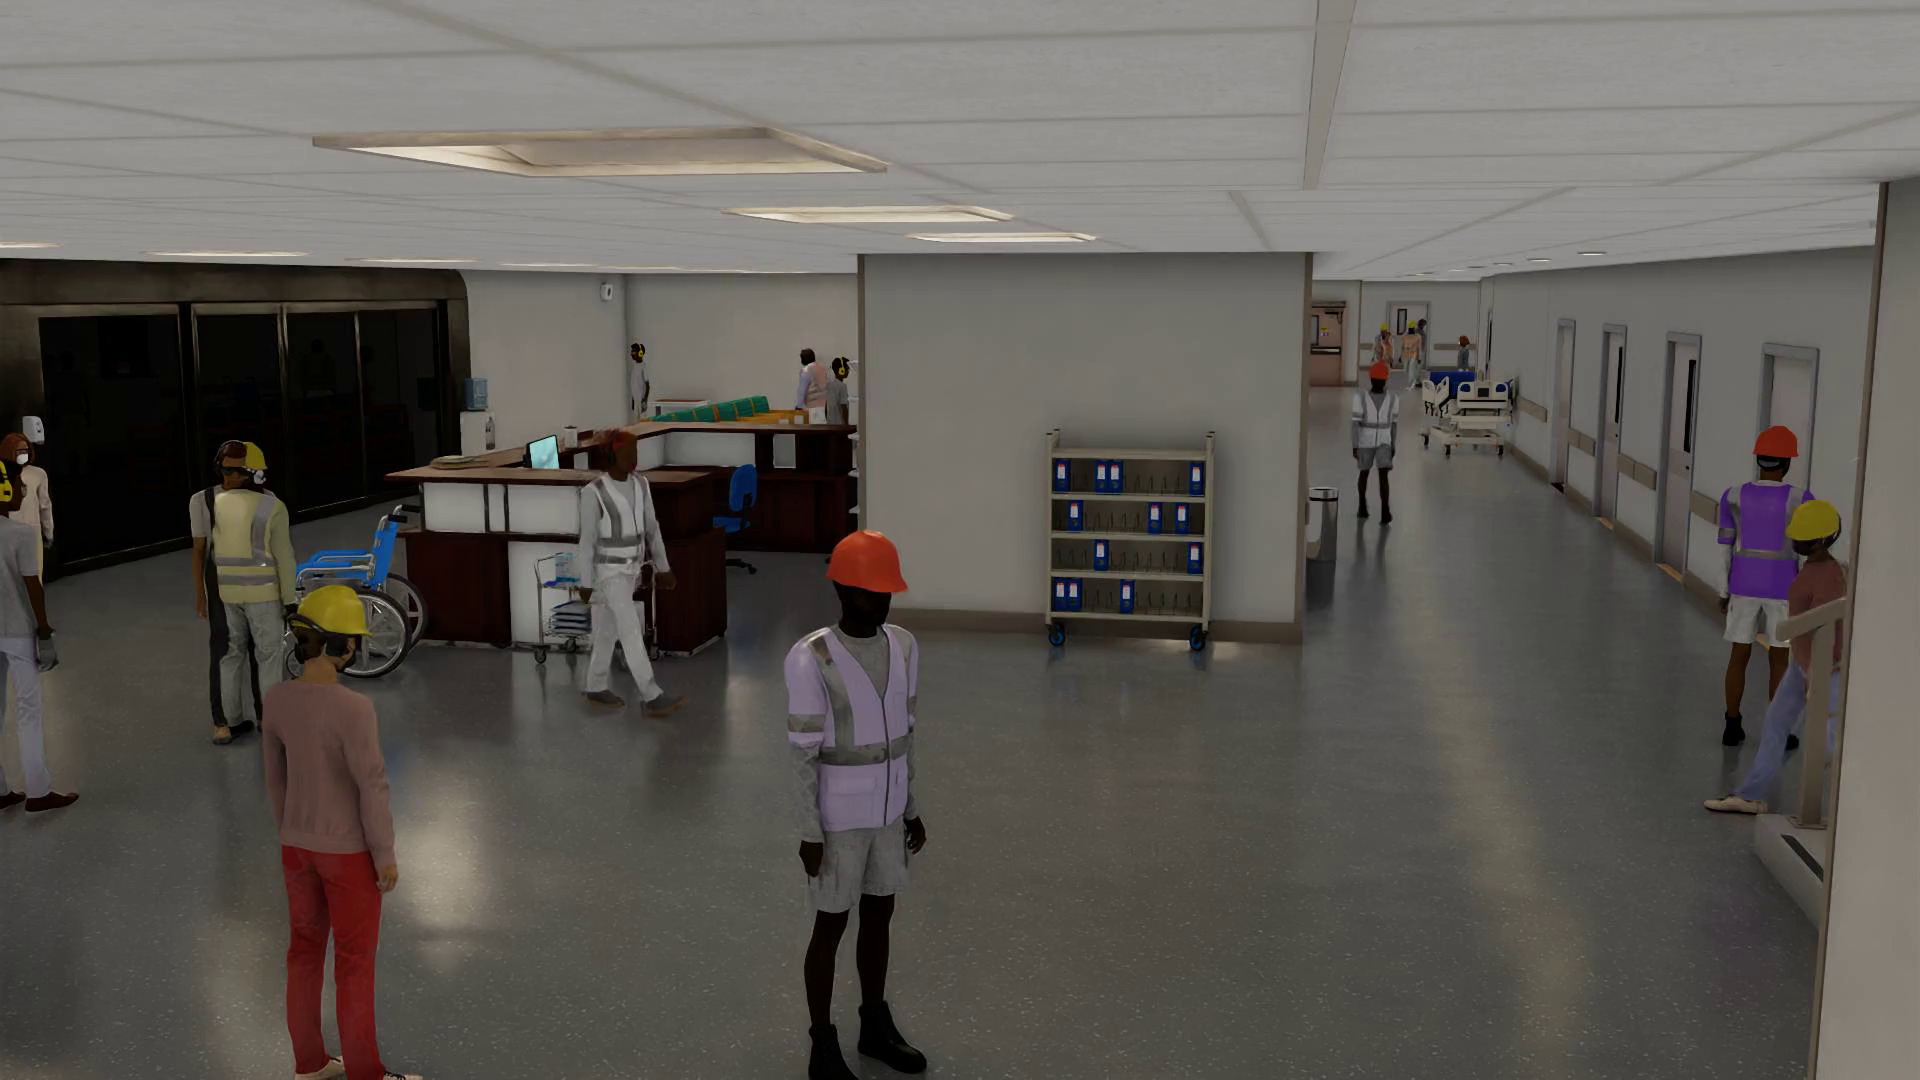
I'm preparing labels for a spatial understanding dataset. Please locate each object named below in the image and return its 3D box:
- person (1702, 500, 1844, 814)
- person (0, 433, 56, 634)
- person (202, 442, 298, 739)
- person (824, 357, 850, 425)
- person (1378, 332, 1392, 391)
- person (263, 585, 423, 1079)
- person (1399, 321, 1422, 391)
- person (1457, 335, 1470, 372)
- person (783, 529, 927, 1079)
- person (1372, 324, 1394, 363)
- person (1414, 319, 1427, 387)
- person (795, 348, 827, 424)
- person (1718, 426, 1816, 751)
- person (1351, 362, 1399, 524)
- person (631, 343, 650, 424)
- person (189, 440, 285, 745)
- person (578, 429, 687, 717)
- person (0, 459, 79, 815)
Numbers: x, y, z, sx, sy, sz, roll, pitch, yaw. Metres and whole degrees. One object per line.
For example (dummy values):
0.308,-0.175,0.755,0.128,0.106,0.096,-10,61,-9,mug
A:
4.355,0.631,8.421,0.904,1.705,0.555,3,9,19,person
-7.395,-0.034,13.096,0.285,1.627,0.504,6,10,34,person
-4.307,0.317,10.110,0.598,1.824,0.403,1,9,7,person
-1.573,-1.441,21.616,0.313,1.869,0.528,-6,10,-33,person
11.141,-4.645,43.624,0.511,1.644,0.307,-6,11,-36,person
-2.095,1.027,5.603,0.524,1.760,0.327,5,10,28,person
12.293,-5.018,45.243,0.602,1.903,0.720,8,12,42,person
12.141,-4.124,40.192,0.285,1.633,0.500,0,9,-1,person
-0.333,0.923,5.702,0.544,1.938,0.356,-8,12,-44,person
11.925,-5.199,46.873,0.595,1.785,0.945,4,9,25,person
12.891,-5.240,46.646,0.386,1.927,0.641,4,9,25,person
-2.414,-2.162,26.666,0.808,1.799,0.656,3,9,22,person
4.791,0.290,9.897,0.542,1.938,0.358,7,11,39,person
4.906,-1.152,19.672,0.558,1.887,1.004,1,9,4,person
-5.233,-2.273,27.127,0.328,1.872,0.510,-6,11,-35,person
-4.371,0.308,10.096,0.504,1.840,0.345,-5,10,-32,person
-2.097,0.217,10.718,0.948,1.838,0.578,4,9,24,person
-4.974,0.510,8.690,0.521,1.864,0.335,2,9,11,person
